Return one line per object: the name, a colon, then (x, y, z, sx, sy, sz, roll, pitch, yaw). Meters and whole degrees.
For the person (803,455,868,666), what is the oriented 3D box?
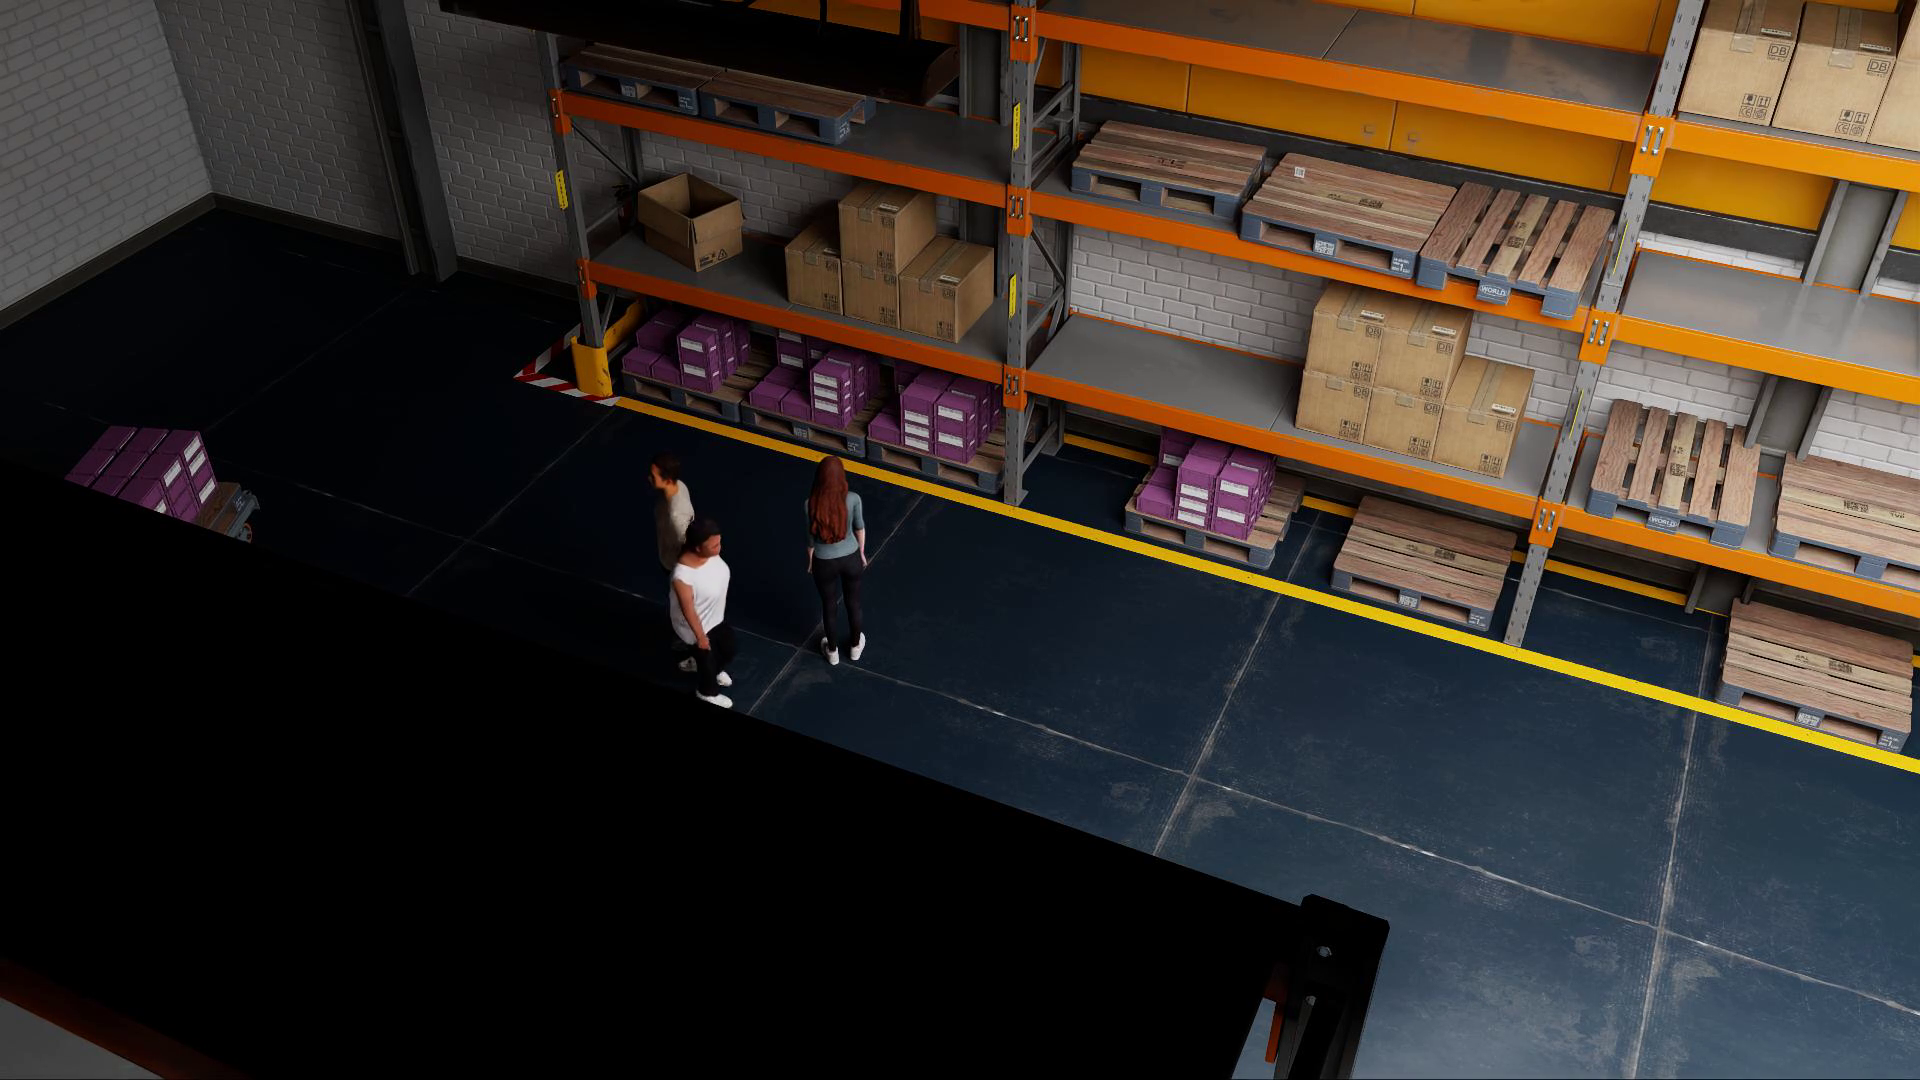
person: (-0.853, 0.150, 11.539, 0.646, 1.743, 0.729, -6, 39, -8)

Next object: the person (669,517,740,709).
person: (-1.782, 0.479, 11.184, 0.673, 1.672, 0.713, 8, 39, 10)

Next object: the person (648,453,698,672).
person: (-1.906, 0.139, 11.501, 0.746, 1.808, 0.690, -12, 40, -15)
